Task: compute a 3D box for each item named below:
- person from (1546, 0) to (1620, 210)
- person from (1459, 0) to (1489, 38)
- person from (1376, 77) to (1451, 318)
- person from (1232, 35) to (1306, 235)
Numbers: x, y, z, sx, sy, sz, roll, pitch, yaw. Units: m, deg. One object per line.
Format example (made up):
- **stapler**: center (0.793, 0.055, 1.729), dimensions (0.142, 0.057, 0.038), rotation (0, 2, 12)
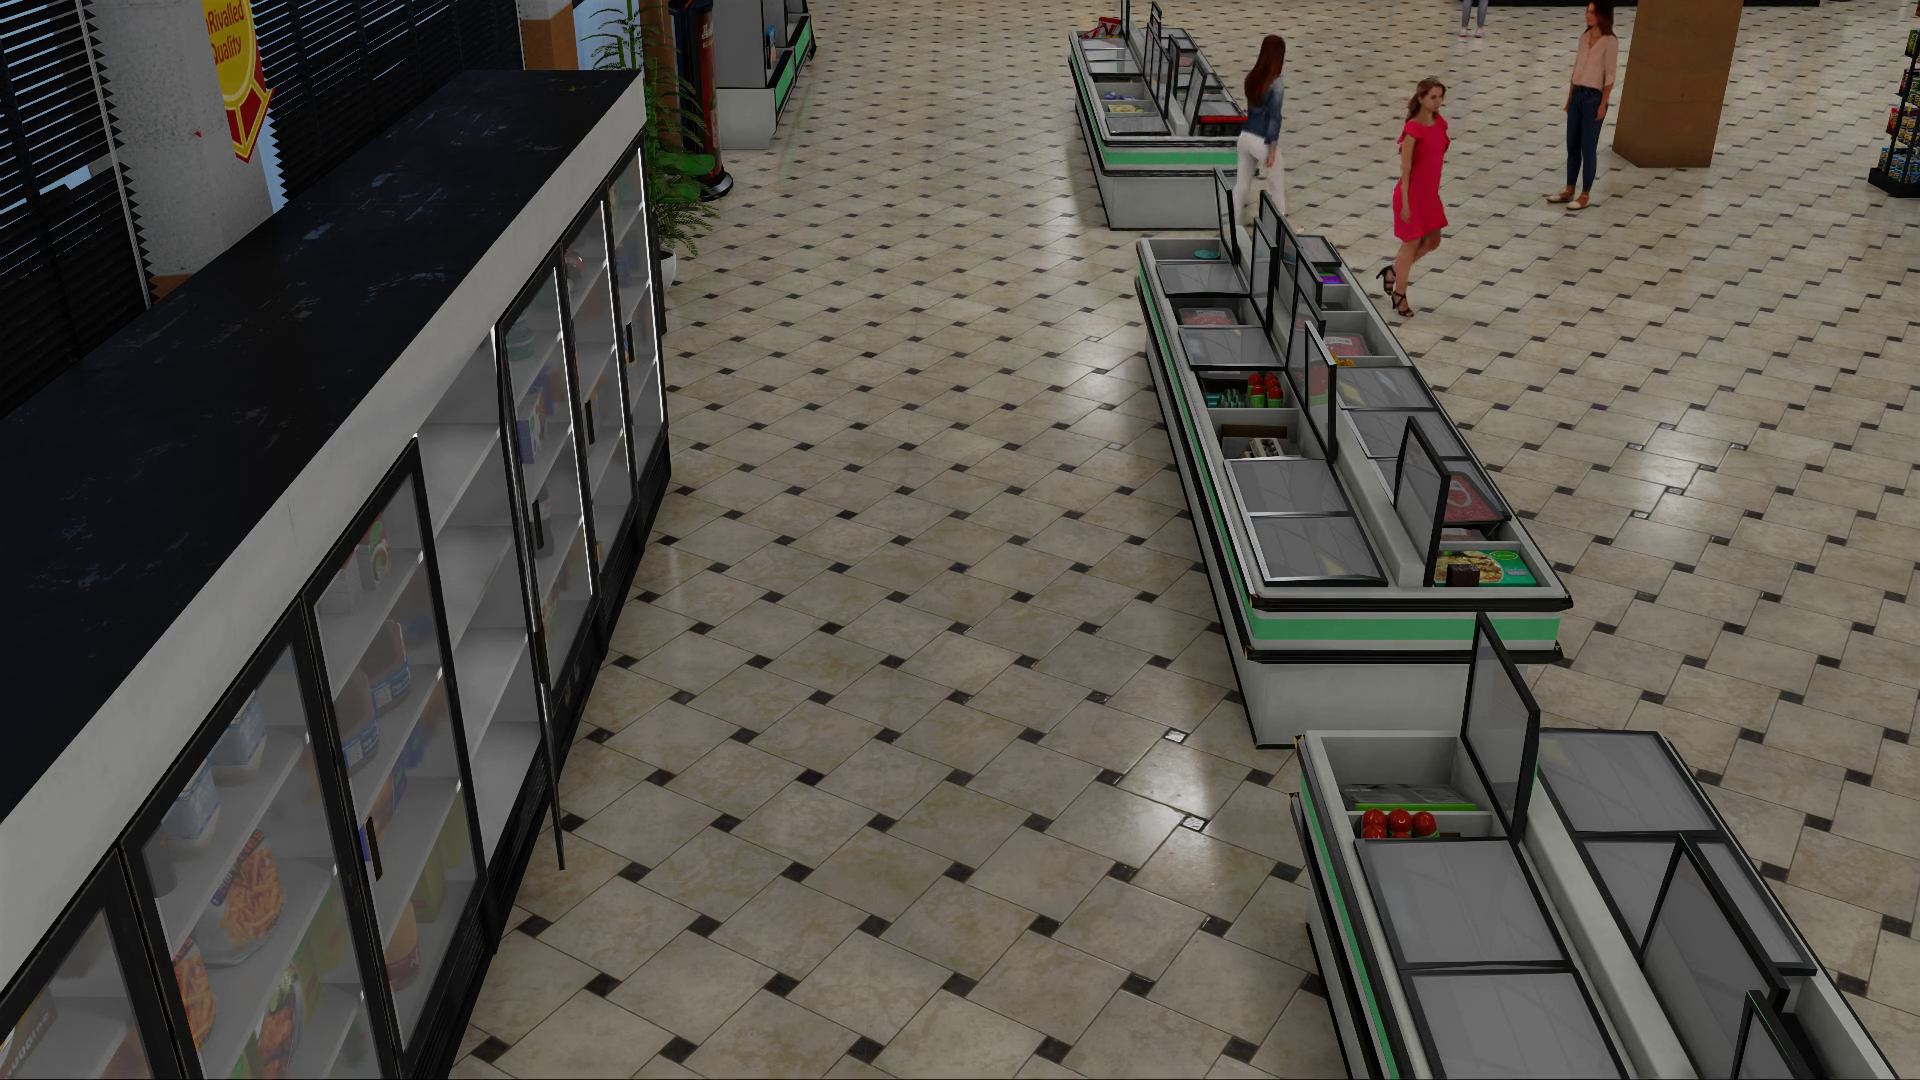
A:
- **person**: center (5.427, -3.764, 14.341), dimensions (0.728, 1.789, 0.592), rotation (-11, 29, -21)
- **person**: center (6.791, -7.425, 21.759), dimensions (0.618, 1.608, 0.597), rotation (7, 28, 13)
- **person**: center (3.175, -2.443, 11.820), dimensions (0.805, 1.713, 0.871), rotation (-21, 33, -35)
- **person**: center (2.287, -3.098, 13.159), dimensions (0.951, 1.670, 0.961), rotation (-16, 31, -28)
